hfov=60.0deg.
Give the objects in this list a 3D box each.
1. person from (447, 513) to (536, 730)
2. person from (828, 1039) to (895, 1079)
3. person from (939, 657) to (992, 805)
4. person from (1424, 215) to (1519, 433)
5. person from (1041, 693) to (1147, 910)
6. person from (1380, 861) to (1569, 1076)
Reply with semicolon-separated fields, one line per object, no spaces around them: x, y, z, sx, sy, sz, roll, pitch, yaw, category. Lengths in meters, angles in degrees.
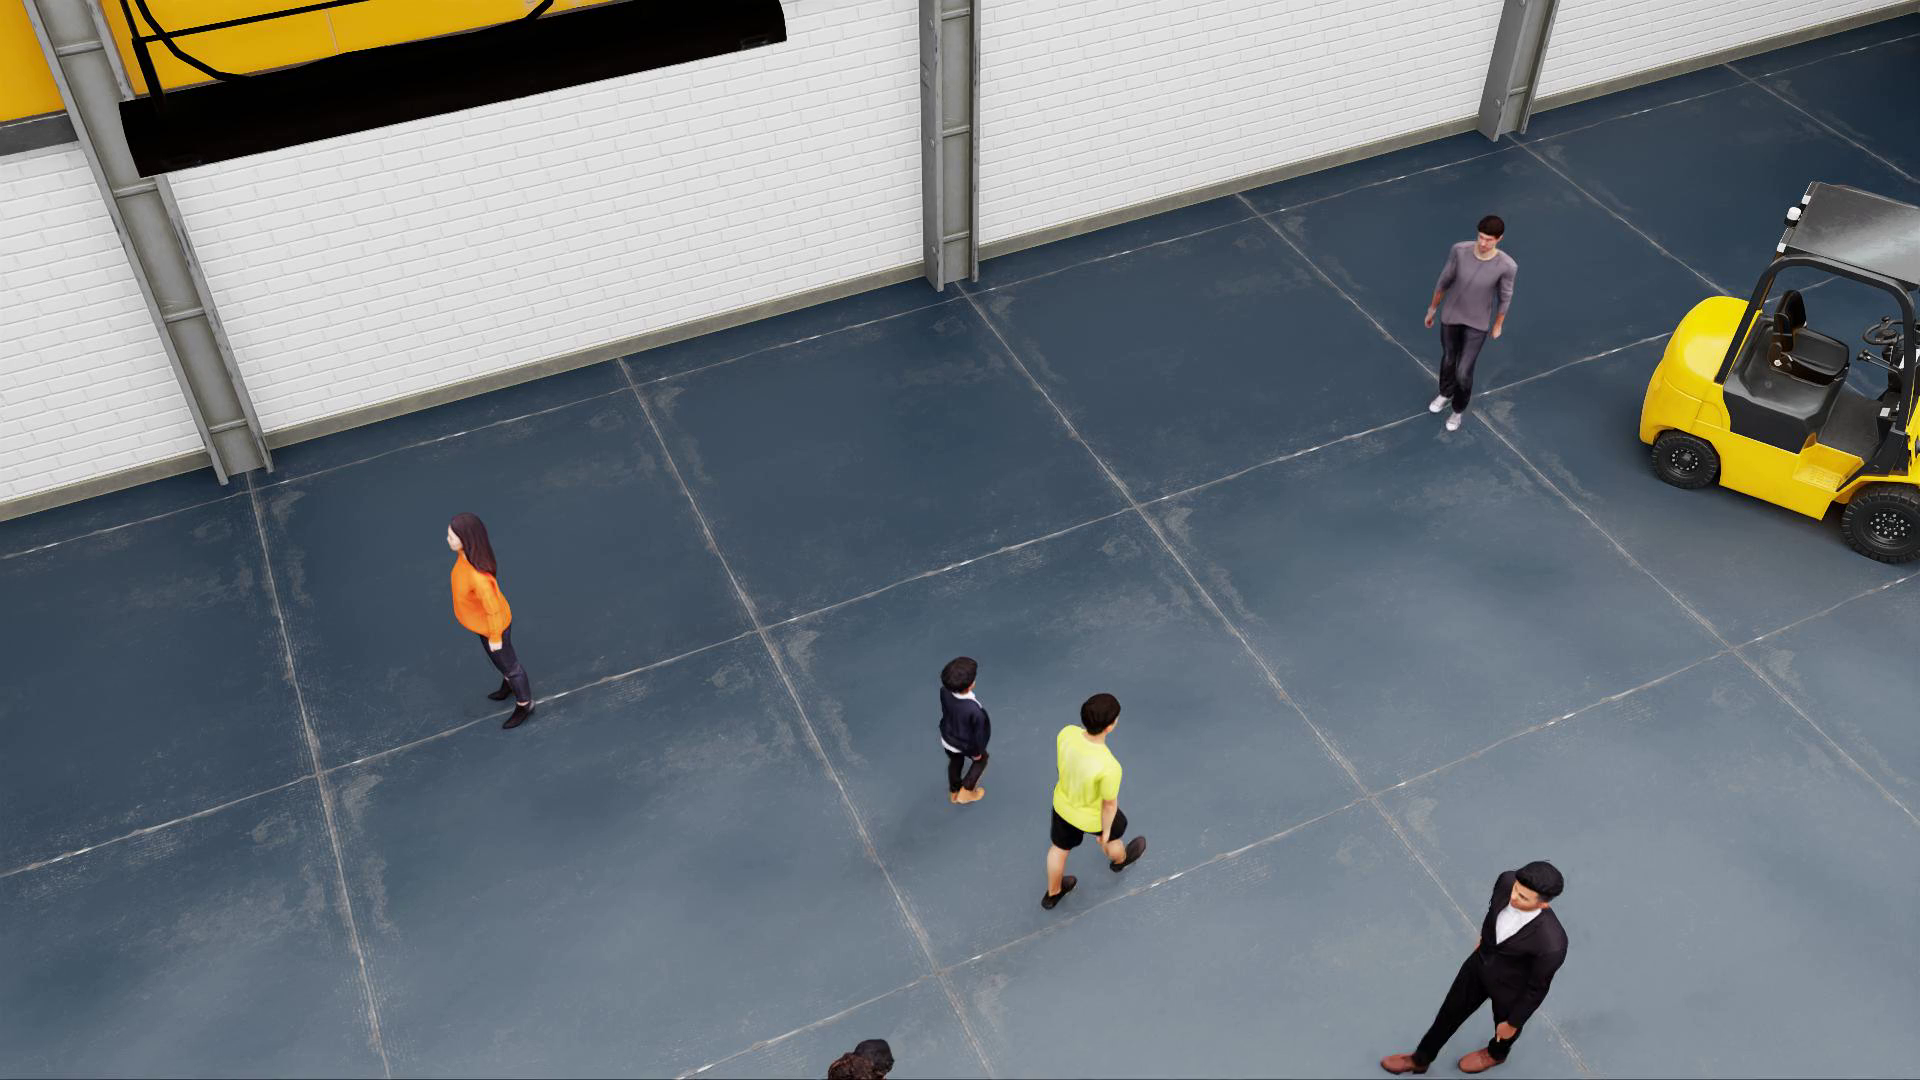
-2.948;0.492;10.444;0.531;1.748;0.607;-19;47;-19;person
-0.460;2.961;7.975;0.913;1.579;1.098;28;50;26;person
-0.016;1.203;10.082;0.569;1.219;0.577;33;53;30;person
3.915;-1.741;12.725;0.817;1.835;0.827;31;52;29;person
0.649;1.536;9.396;0.859;1.681;1.056;31;52;28;person
2.885;2.220;8.548;1.000;1.861;0.782;-13;45;-14;person
